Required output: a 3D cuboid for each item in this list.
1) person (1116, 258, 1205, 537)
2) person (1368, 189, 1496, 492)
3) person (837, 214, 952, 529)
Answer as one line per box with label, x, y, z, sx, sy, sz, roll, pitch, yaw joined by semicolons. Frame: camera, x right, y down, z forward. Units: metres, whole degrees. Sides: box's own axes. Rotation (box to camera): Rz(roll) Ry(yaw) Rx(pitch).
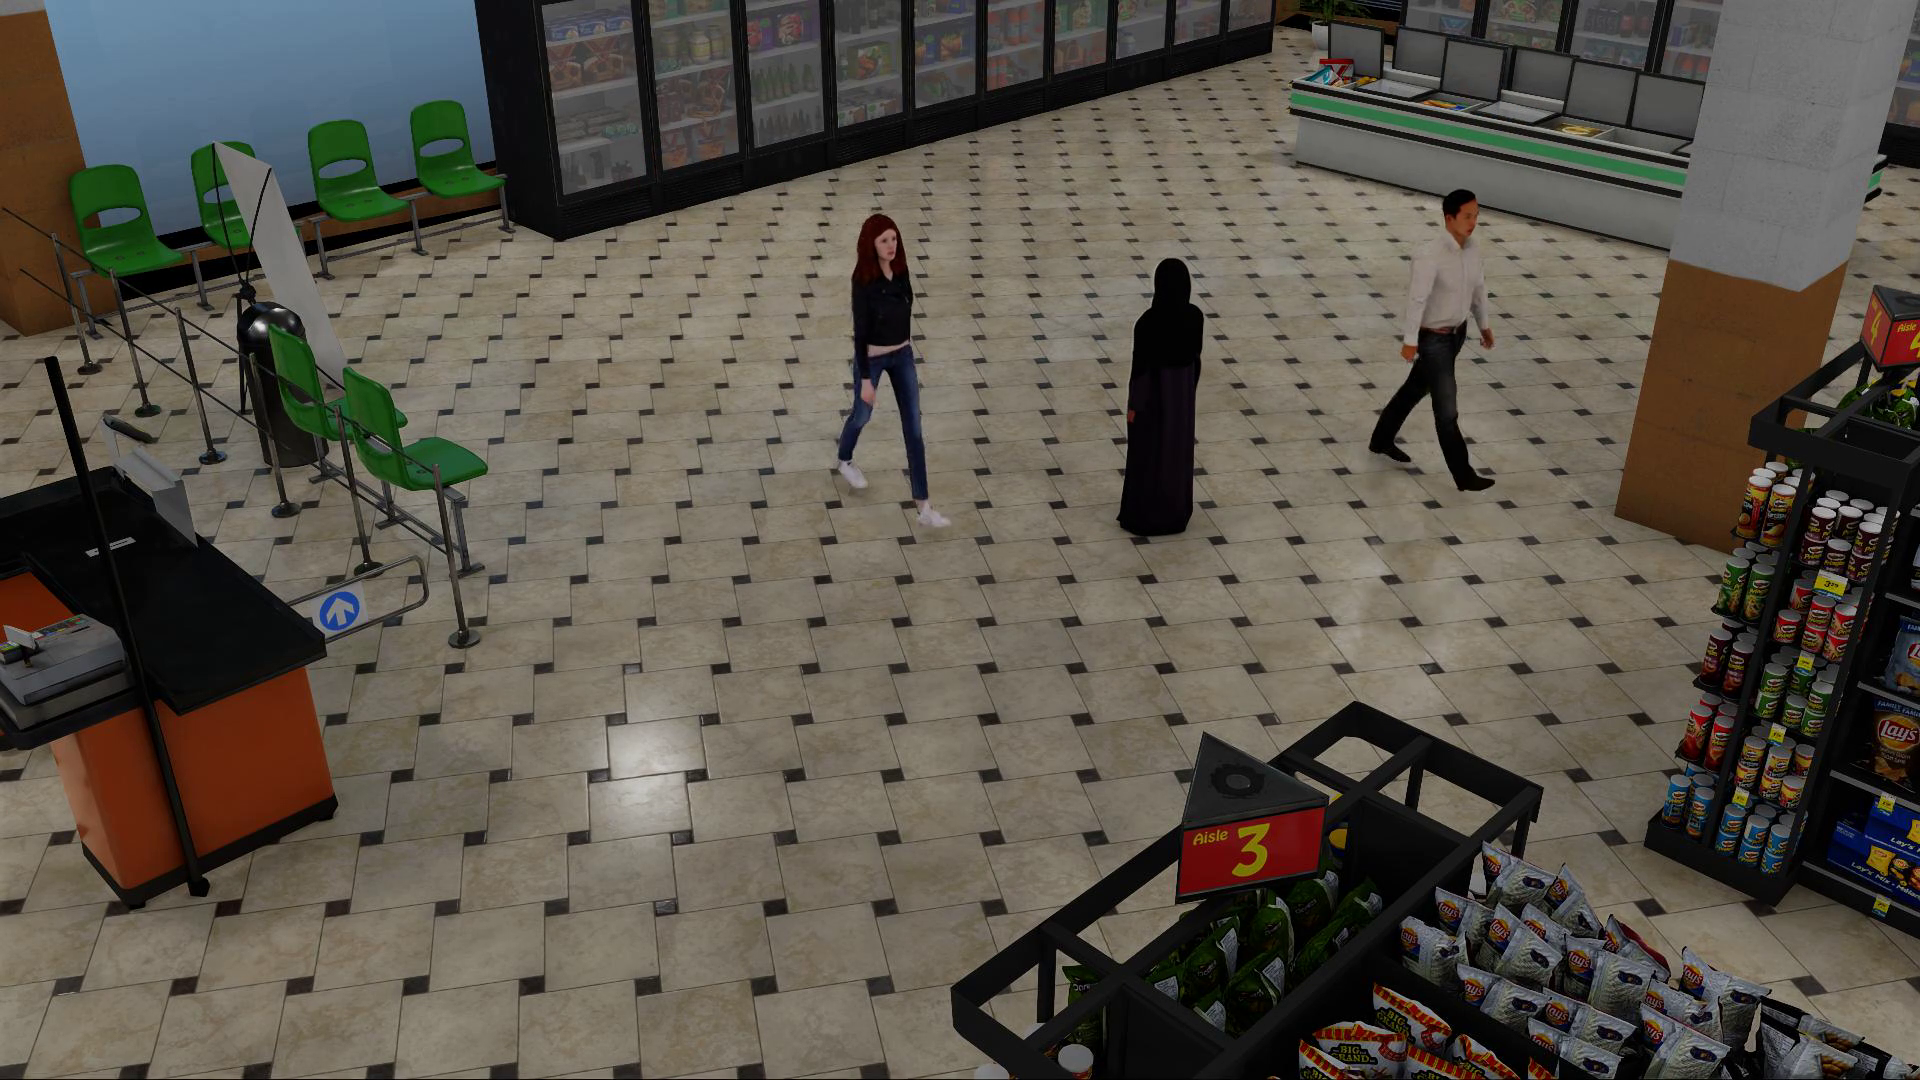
person;1.123;-0.791;9.206;0.672;1.615;0.684;-13;31;-23
person;2.747;-1.198;9.798;0.749;1.762;1.182;-22;35;-34
person;-0.493;-0.966;9.401;0.685;1.734;1.270;-21;35;-34
